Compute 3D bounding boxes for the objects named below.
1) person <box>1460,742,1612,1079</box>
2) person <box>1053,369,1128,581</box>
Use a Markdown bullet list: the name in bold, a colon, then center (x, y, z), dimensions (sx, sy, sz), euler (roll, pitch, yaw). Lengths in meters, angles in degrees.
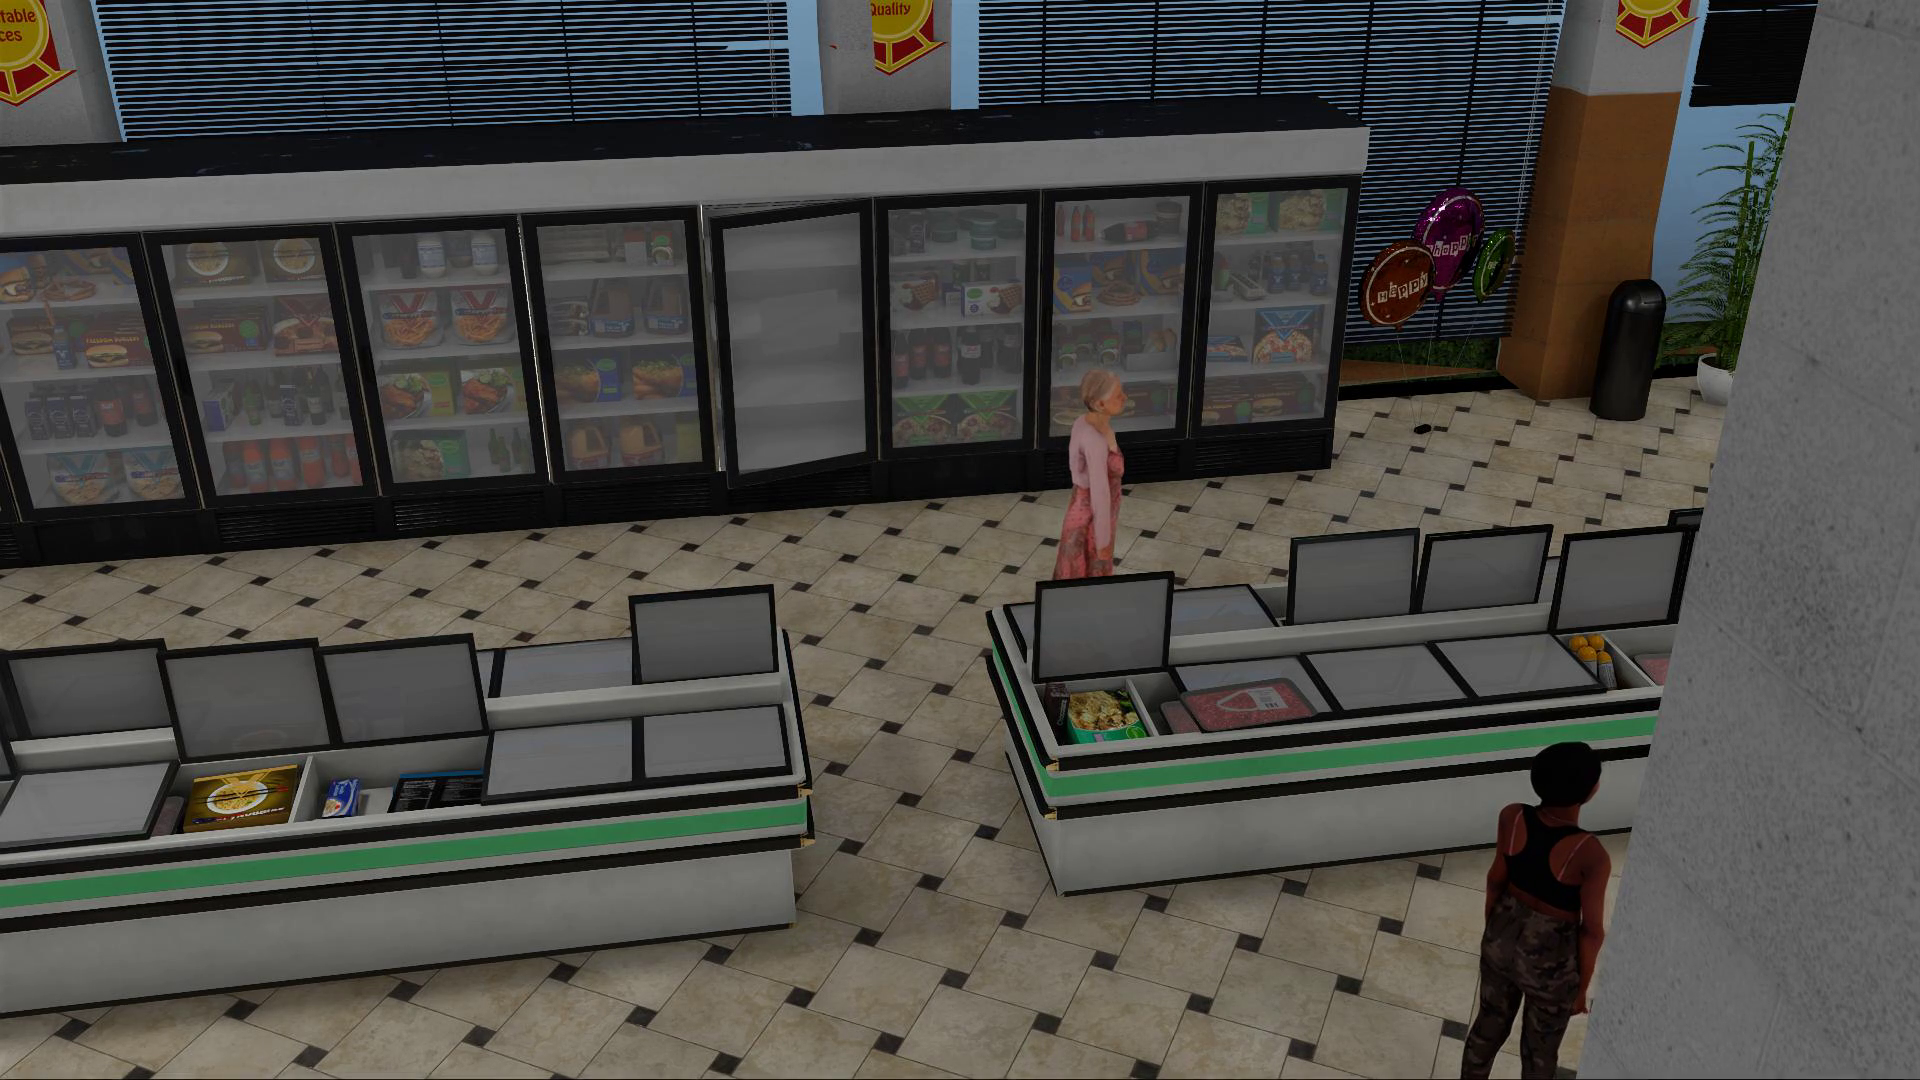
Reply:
- **person**: center (1.927, 1.405, 5.611), dimensions (0.682, 1.699, 0.660), euler (-20, 33, -35)
- **person**: center (0.667, -0.082, 8.553), dimensions (0.583, 1.691, 0.610), euler (-3, 27, -5)
